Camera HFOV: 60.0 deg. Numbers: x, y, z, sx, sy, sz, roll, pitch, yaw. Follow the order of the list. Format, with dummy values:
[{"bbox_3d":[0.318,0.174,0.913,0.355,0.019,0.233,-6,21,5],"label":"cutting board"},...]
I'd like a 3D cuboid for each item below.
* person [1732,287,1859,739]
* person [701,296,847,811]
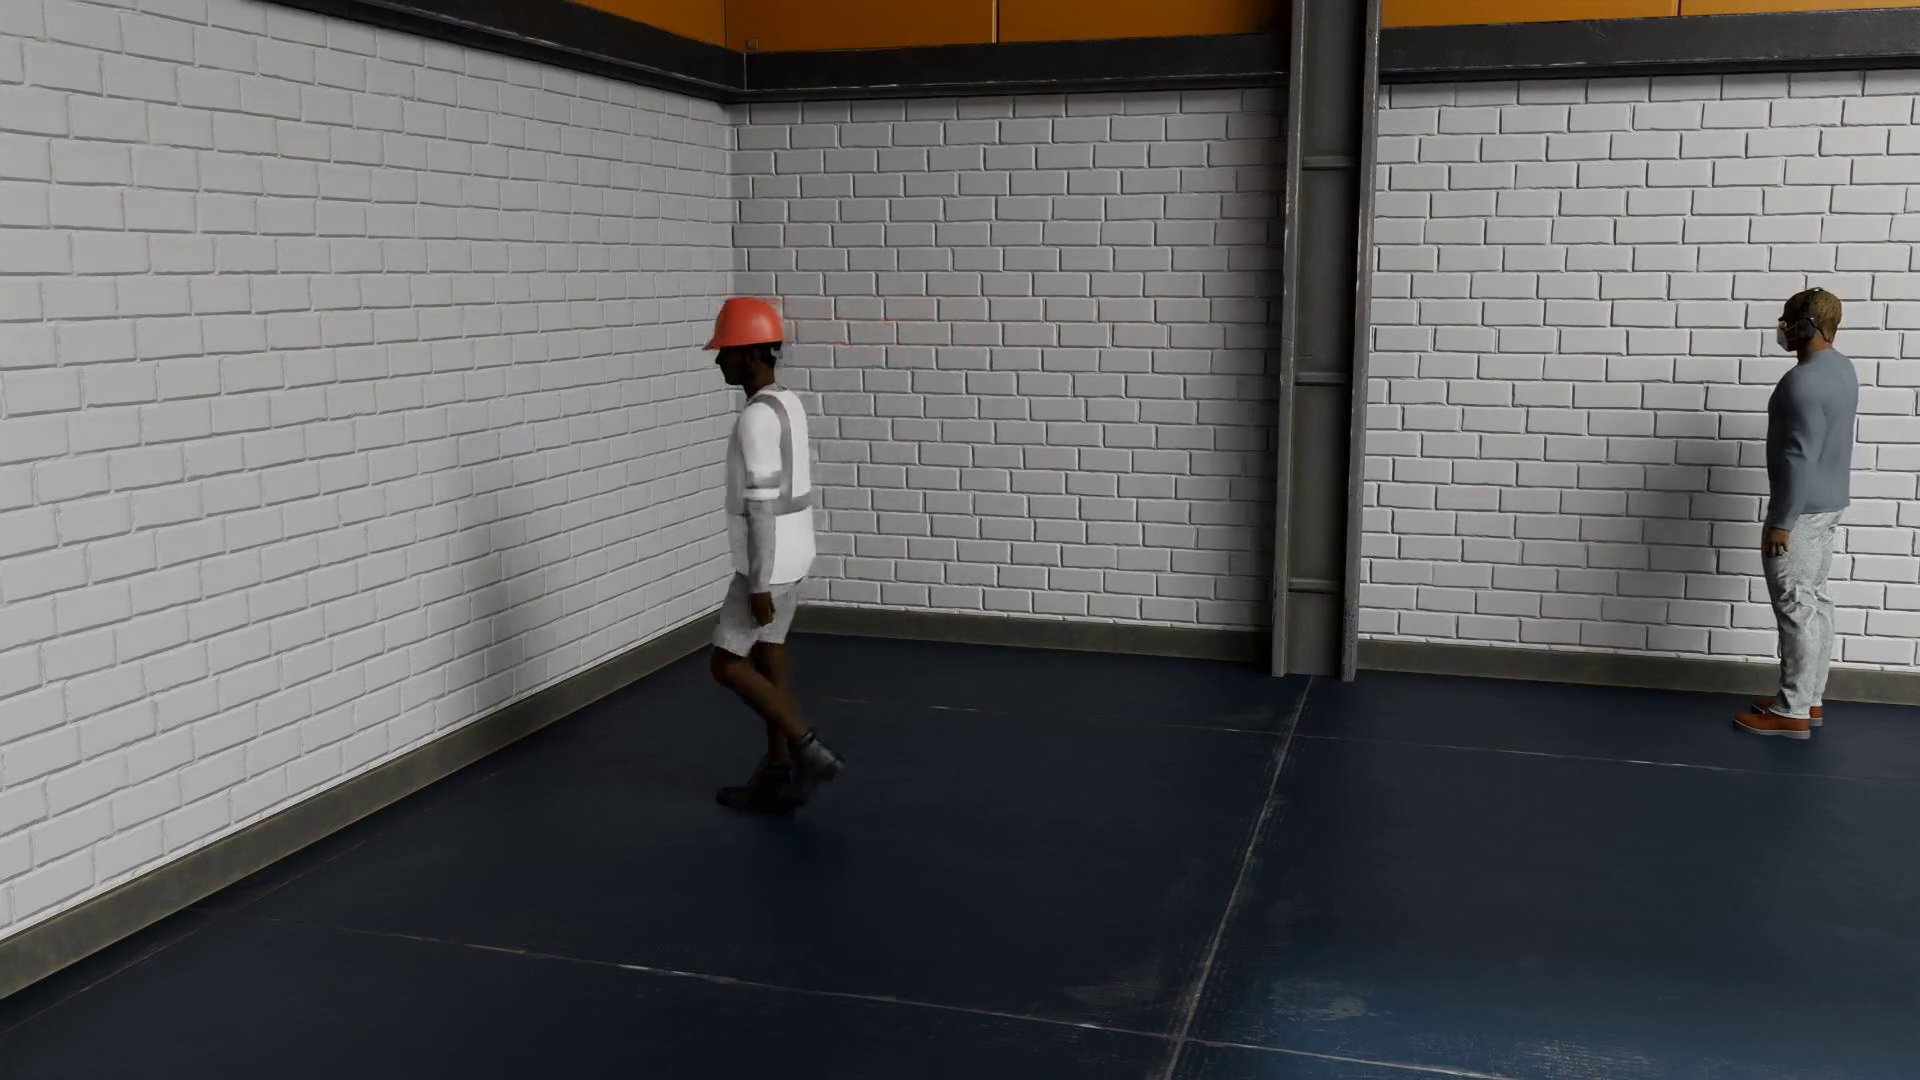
[{"bbox_3d":[3.630,-0.115,7.186,0.359,1.938,0.635,8,12,40],"label":"person"},{"bbox_3d":[-0.713,0.073,6.113,0.439,1.923,0.545,1,9,8],"label":"person"}]
